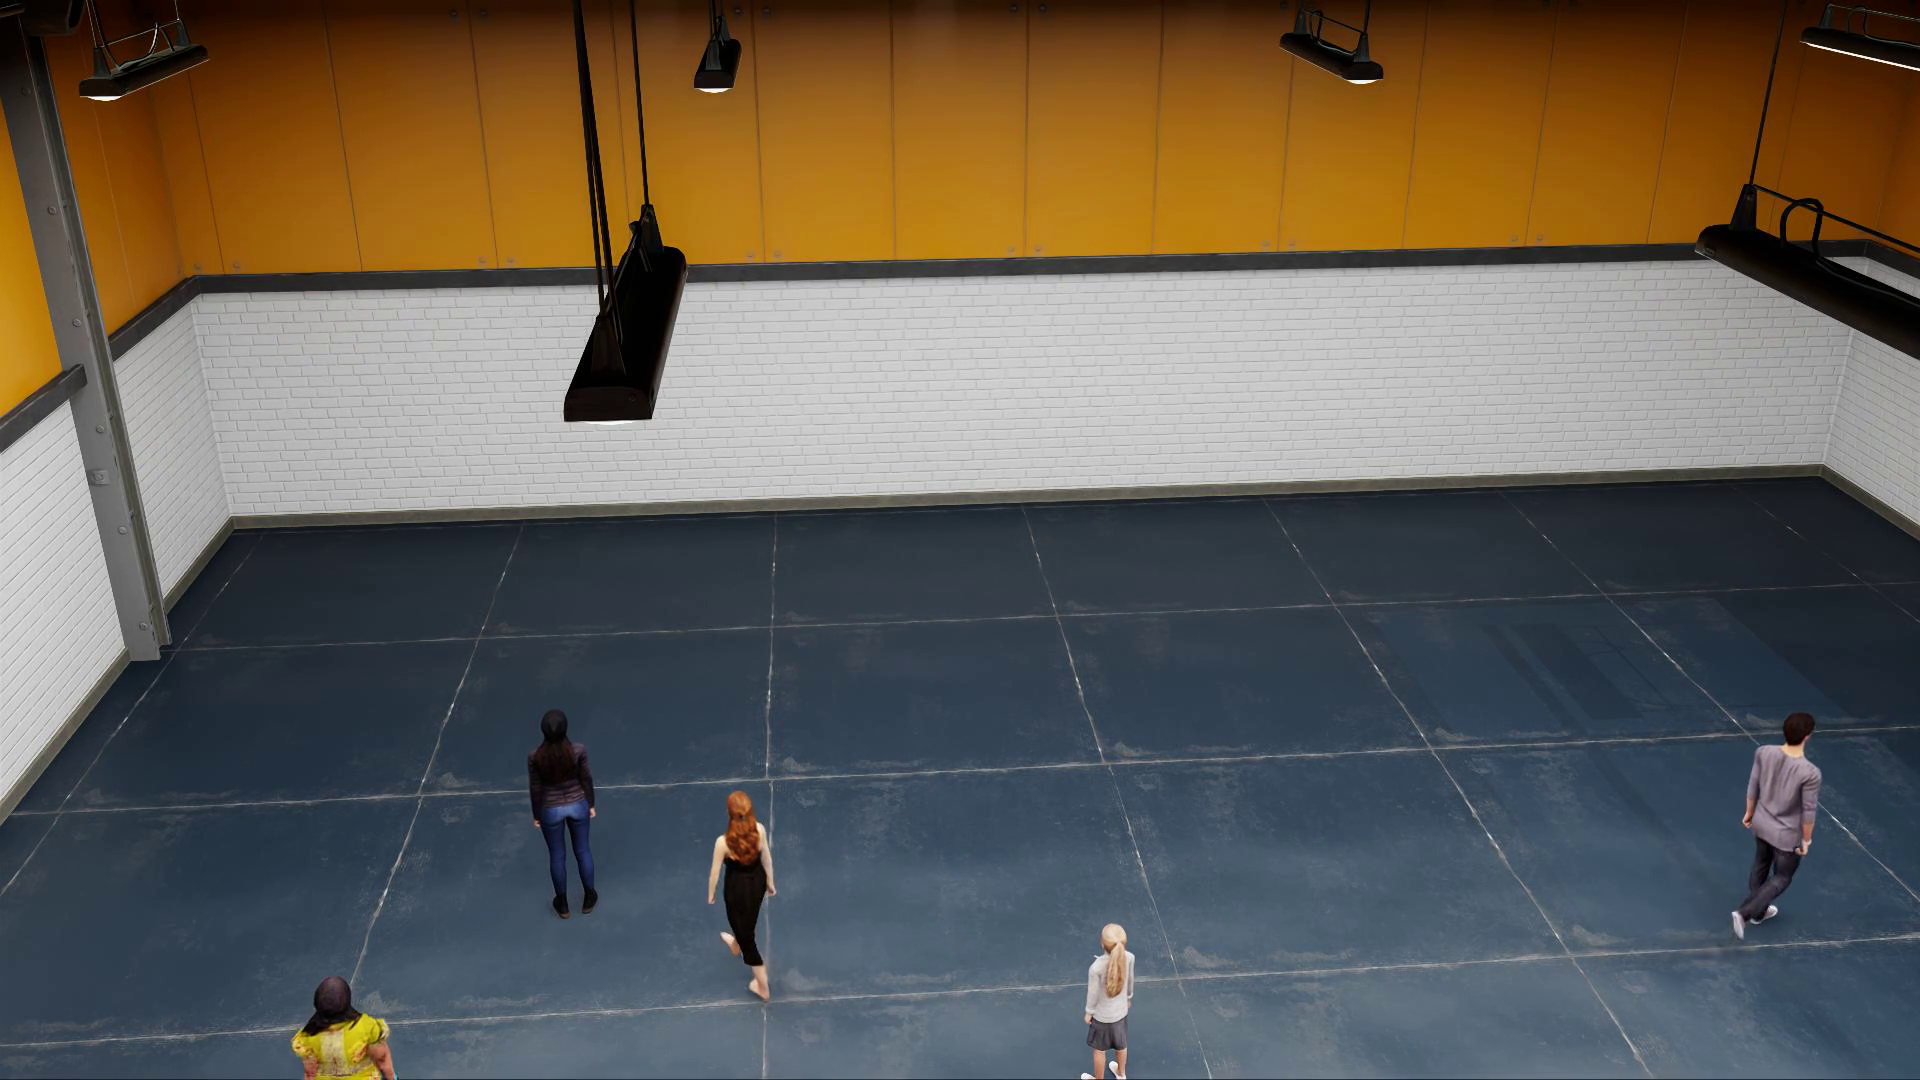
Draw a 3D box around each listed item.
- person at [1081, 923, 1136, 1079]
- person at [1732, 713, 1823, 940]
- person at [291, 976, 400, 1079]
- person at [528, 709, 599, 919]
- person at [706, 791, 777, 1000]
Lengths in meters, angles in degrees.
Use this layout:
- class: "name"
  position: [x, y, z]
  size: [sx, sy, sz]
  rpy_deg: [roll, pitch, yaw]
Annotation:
- class: "person"
  position: [0.974, 3.042, 10.860]
  size: [0.588, 1.276, 0.621]
  rpy_deg: [-13, 27, -27]
- class: "person"
  position: [5.980, 2.129, 12.252]
  size: [0.985, 1.834, 1.004]
  rpy_deg: [-14, 27, -28]
- class: "person"
  position: [-3.583, 3.324, 9.755]
  size: [0.787, 1.644, 0.755]
  rpy_deg: [-4, 24, -9]
- class: "person"
  position: [-2.986, 2.050, 12.543]
  size: [0.674, 1.746, 0.636]
  rpy_deg: [-8, 25, -17]
- class: "person"
  position: [-1.461, 2.524, 11.645]
  size: [0.927, 1.596, 1.066]
  rpy_deg: [-18, 29, -35]
